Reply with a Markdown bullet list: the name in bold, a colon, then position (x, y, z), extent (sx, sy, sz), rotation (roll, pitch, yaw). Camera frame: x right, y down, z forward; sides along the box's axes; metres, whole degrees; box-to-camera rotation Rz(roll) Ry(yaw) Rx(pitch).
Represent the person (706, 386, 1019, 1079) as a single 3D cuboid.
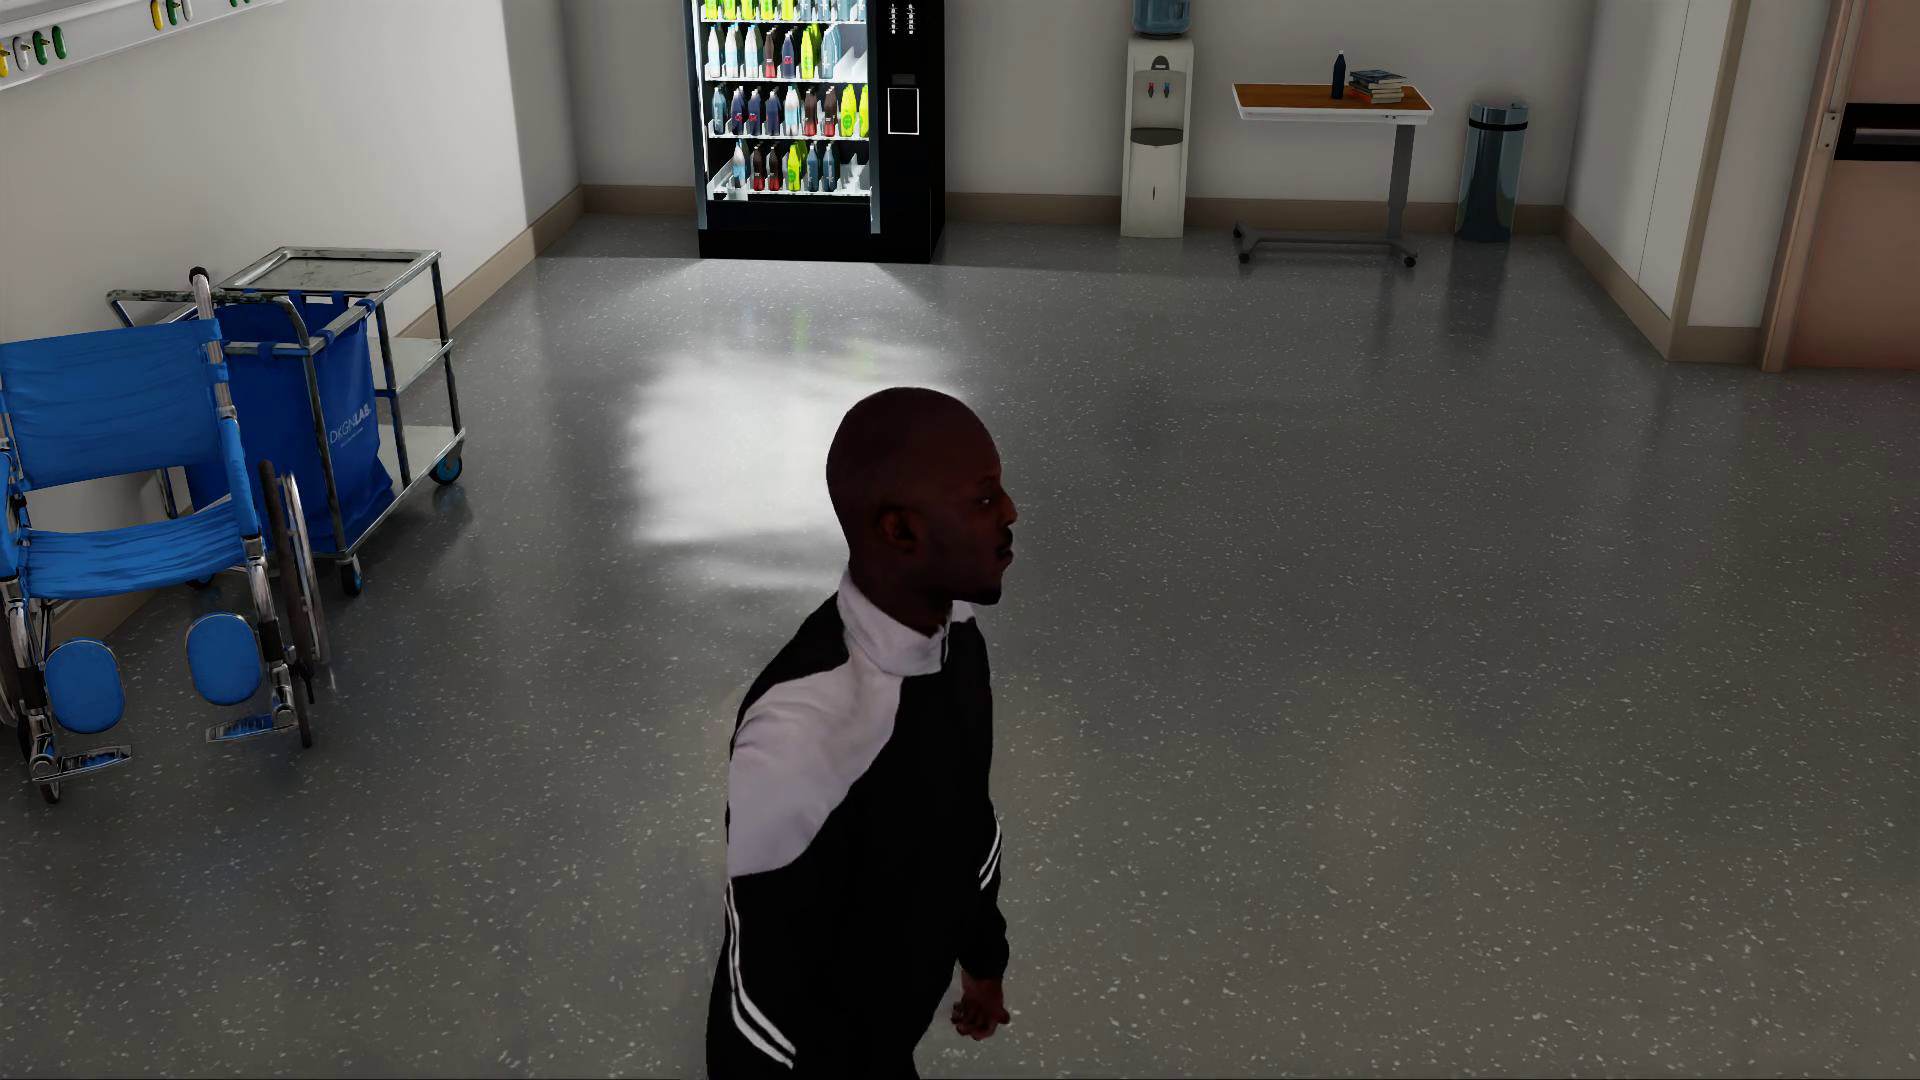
- **person**: position (-0.252, 0.632, 2.280), extent (1.256, 1.797, 0.882), rotation (10, 28, 20)
